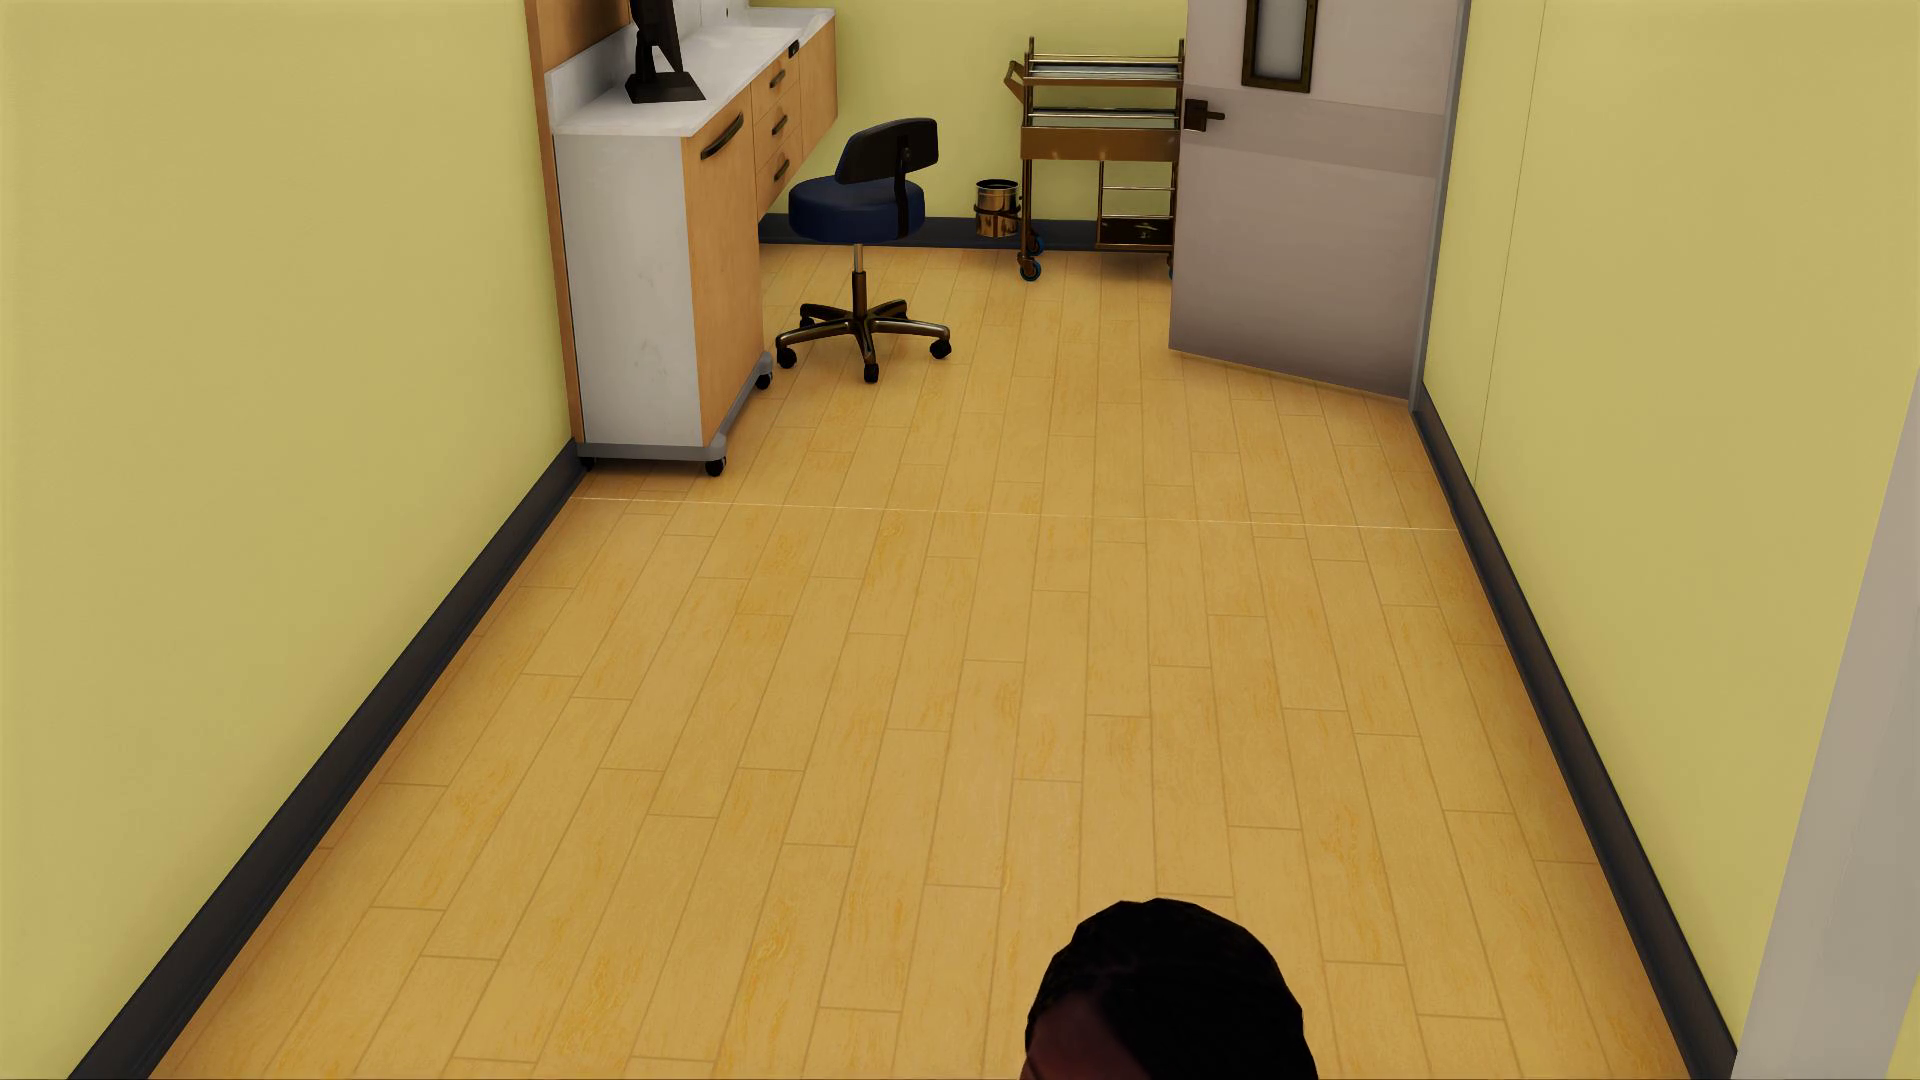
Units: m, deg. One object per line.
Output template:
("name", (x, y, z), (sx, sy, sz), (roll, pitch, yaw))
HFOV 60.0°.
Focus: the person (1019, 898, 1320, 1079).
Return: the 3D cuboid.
("person", (0.120, 1.021, 1.529), (0.547, 1.726, 0.688), (4, 26, 9))
